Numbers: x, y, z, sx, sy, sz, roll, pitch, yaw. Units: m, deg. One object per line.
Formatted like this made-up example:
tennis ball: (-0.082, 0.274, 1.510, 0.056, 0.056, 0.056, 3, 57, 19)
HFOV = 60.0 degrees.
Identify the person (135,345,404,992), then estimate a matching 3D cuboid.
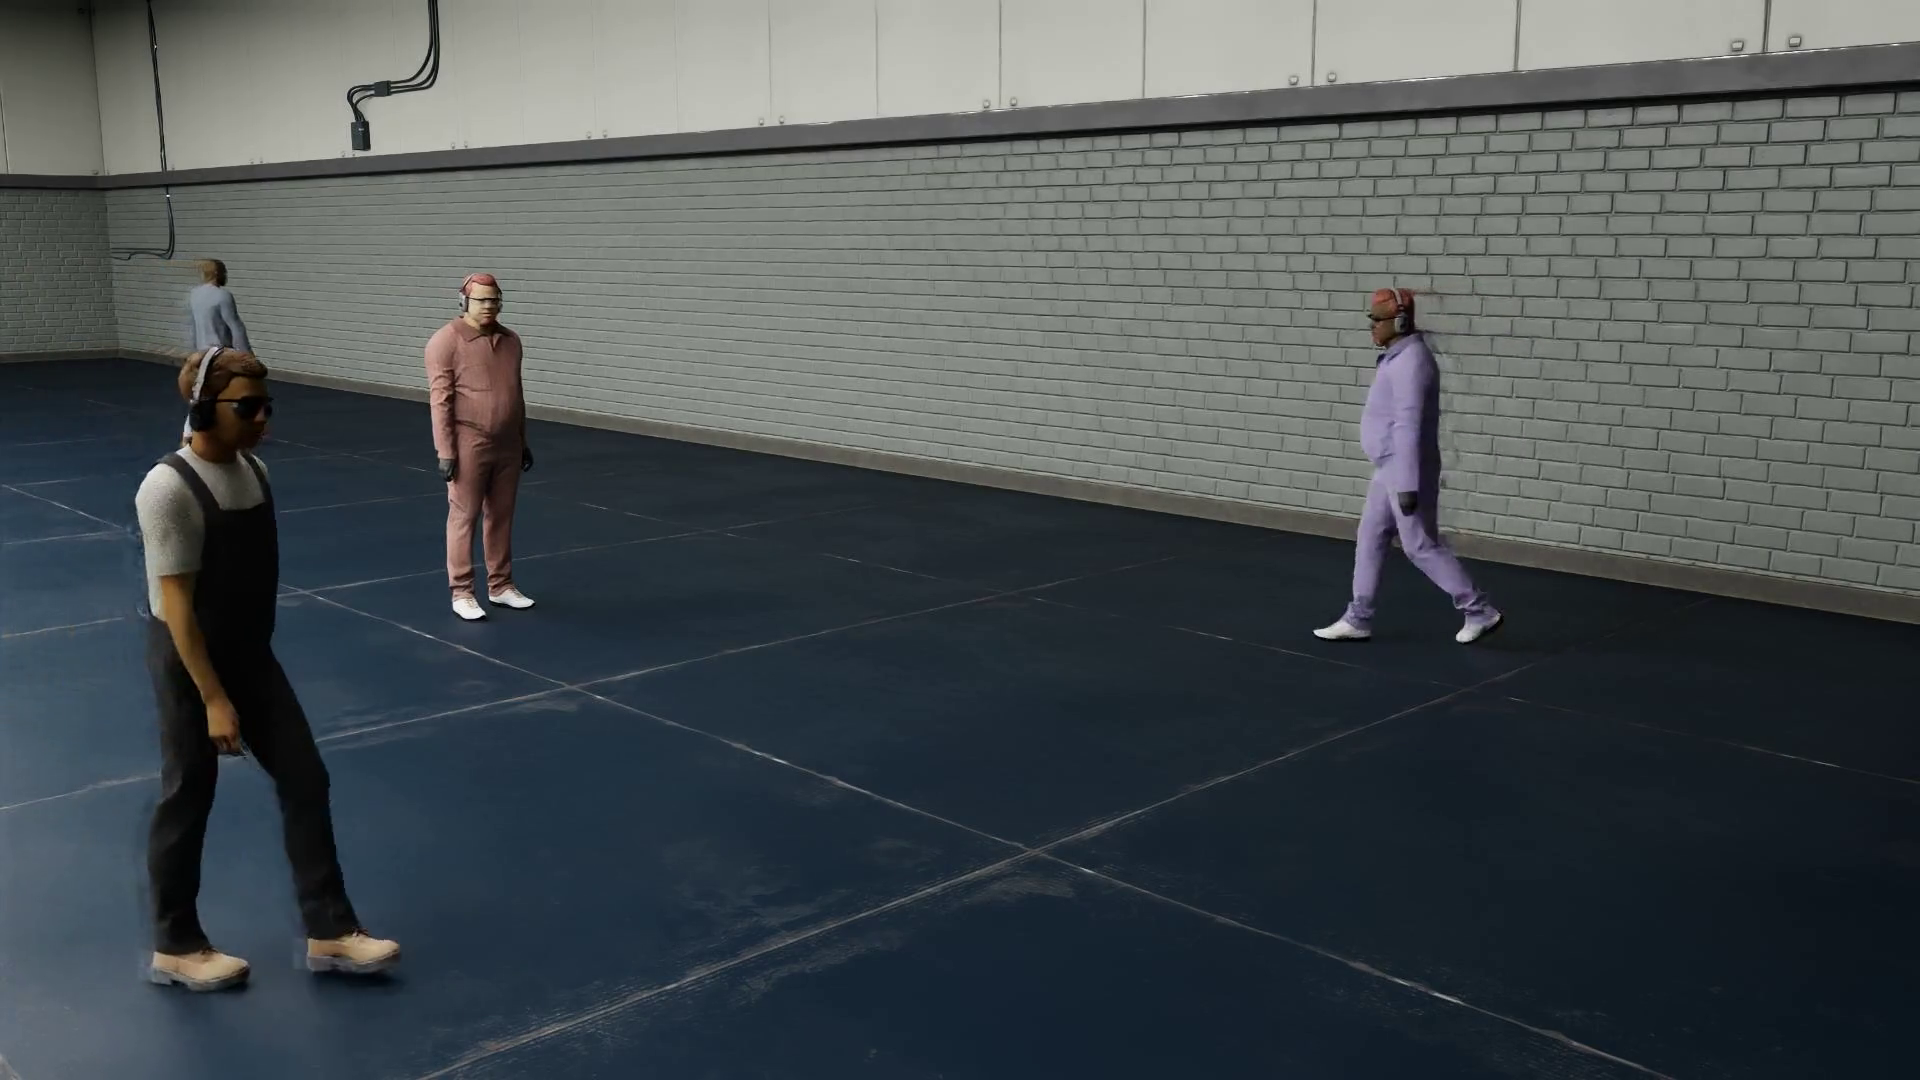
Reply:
person: (-1.947, 0.382, 4.562, 0.831, 1.810, 0.521, 3, 11, 15)

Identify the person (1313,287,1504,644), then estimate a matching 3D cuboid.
person: (2.343, -0.359, 8.510, 0.906, 1.860, 0.651, 2, 11, 8)

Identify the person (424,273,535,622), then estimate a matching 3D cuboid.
person: (-2.631, -0.524, 9.259, 0.401, 1.904, 0.646, 7, 12, 32)

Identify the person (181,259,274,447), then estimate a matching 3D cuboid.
person: (-7.447, -1.873, 16.704, 0.643, 1.886, 1.043, 8, 13, 38)
